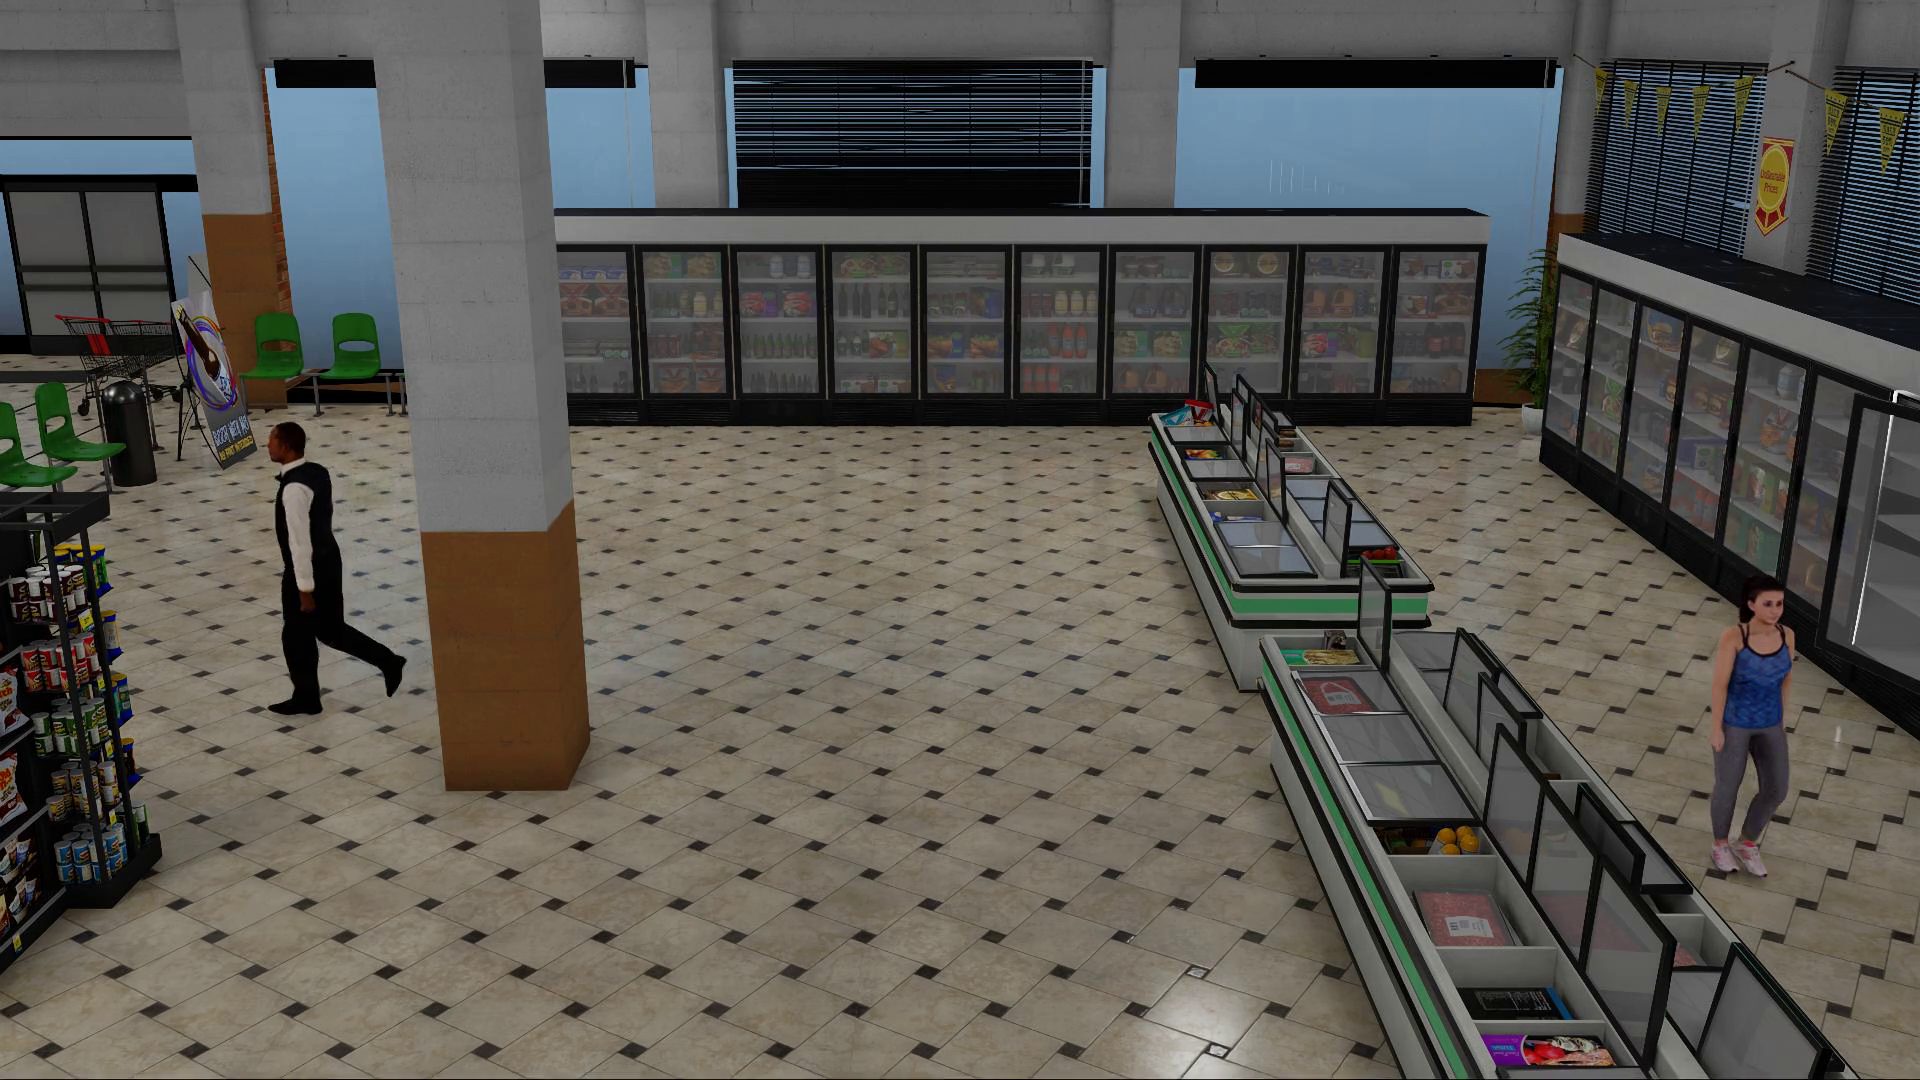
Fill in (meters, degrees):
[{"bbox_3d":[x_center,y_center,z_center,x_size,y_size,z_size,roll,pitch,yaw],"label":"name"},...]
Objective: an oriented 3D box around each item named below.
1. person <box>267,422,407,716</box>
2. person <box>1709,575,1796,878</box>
[{"bbox_3d":[-3.955,0.197,10.379,0.733,1.897,1.007,0,17,-1],"label":"person"},{"bbox_3d":[3.997,0.925,8.496,0.589,1.598,0.591,0,17,-2],"label":"person"}]
